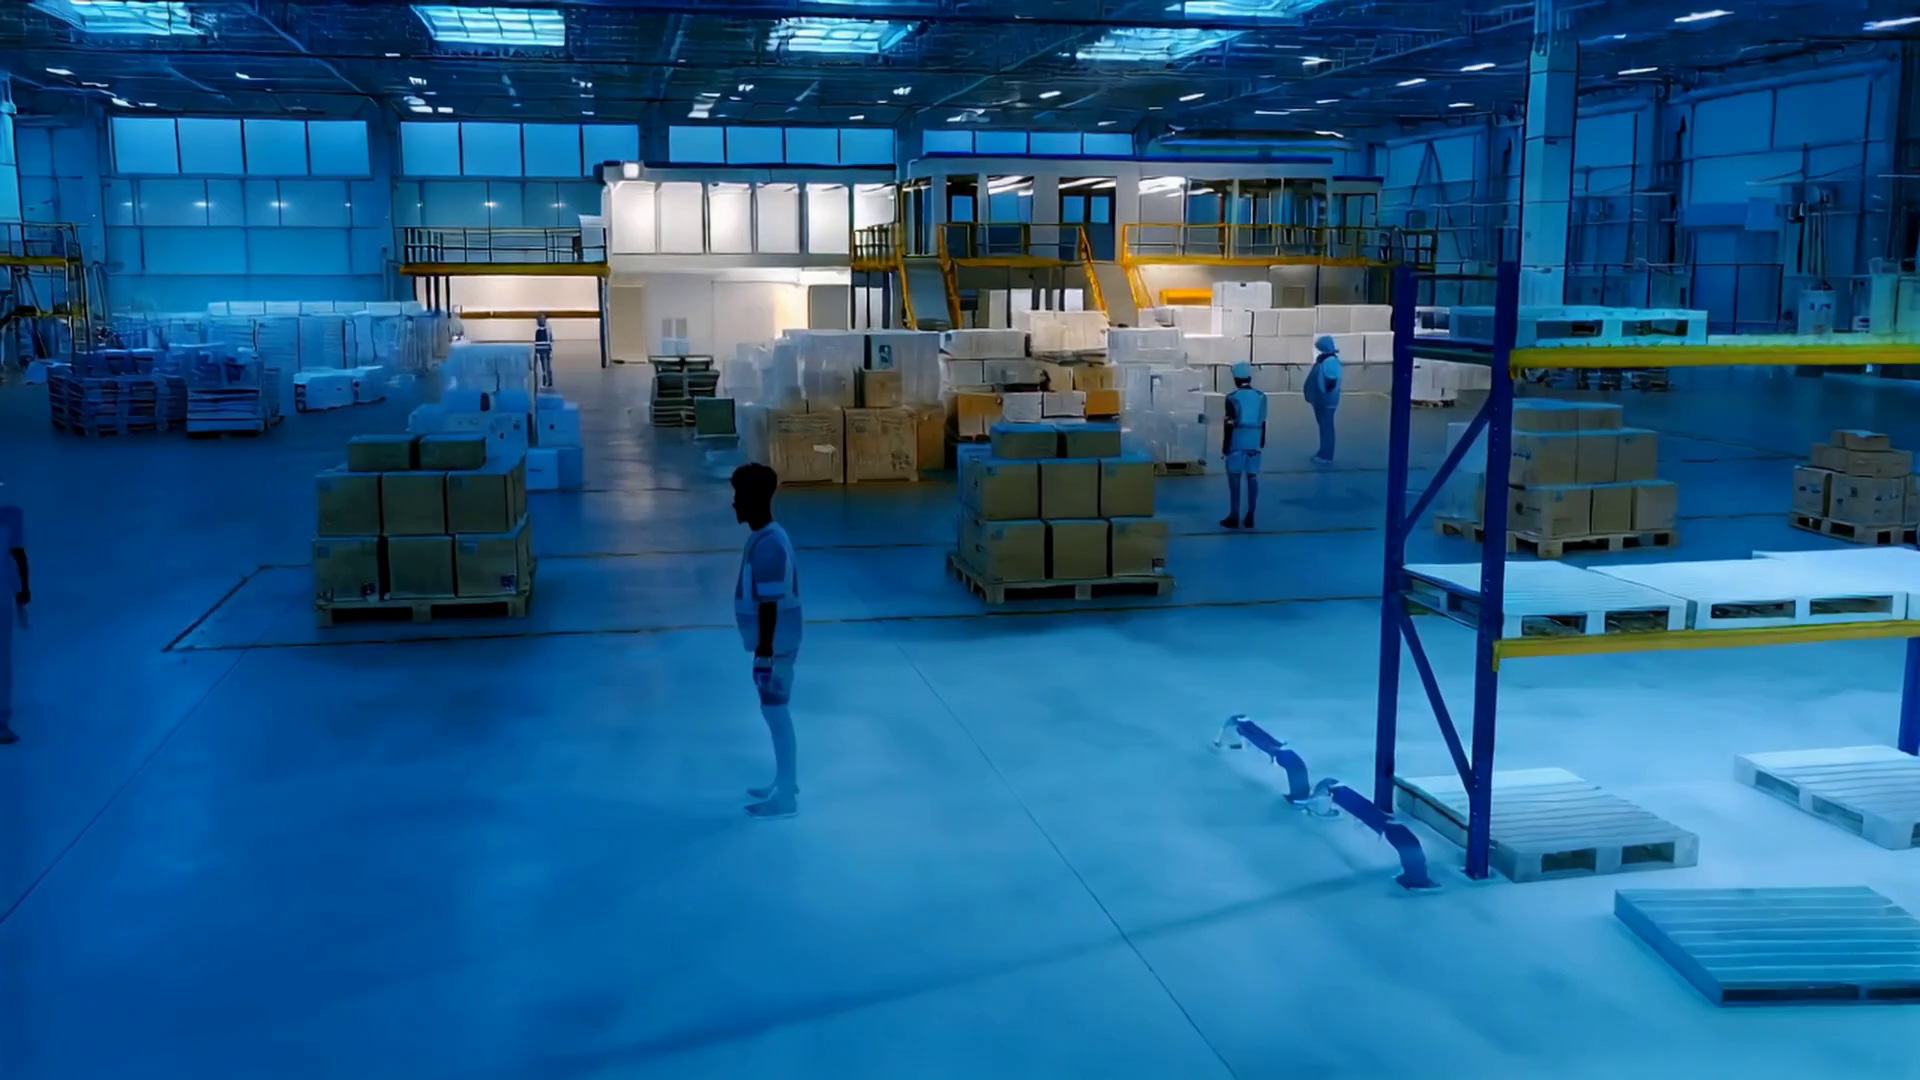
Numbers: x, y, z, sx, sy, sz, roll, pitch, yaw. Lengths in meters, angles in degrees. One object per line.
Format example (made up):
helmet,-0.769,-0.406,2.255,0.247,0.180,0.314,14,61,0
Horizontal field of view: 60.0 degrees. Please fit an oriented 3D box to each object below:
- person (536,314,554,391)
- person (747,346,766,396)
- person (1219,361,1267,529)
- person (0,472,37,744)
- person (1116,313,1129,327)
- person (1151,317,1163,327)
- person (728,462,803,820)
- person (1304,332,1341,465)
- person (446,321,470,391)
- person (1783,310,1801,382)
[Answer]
person,-10.088,-4.546,40.364,0.575,1.885,0.355,6,11,34
person,-3.203,-2.271,26.924,0.487,1.744,0.313,-4,10,-21
person,3.256,-1.082,19.149,0.576,1.921,0.367,-4,10,-22
person,-6.121,0.387,10.439,0.478,1.845,0.519,8,12,39
person,4.201,-4.899,42.631,0.342,1.846,0.508,-9,13,-44
person,4.245,-3.879,36.137,0.547,1.938,0.359,6,11,32
person,-1.056,0.548,9.114,0.394,1.958,0.599,-1,9,-8
person,5.508,-2.154,25.308,0.536,2.000,0.682,1,9,6
person,-9.582,-3.172,31.732,0.617,1.975,0.597,8,12,40
person,21.839,-5.087,43.648,0.683,1.895,0.462,-9,13,-44
